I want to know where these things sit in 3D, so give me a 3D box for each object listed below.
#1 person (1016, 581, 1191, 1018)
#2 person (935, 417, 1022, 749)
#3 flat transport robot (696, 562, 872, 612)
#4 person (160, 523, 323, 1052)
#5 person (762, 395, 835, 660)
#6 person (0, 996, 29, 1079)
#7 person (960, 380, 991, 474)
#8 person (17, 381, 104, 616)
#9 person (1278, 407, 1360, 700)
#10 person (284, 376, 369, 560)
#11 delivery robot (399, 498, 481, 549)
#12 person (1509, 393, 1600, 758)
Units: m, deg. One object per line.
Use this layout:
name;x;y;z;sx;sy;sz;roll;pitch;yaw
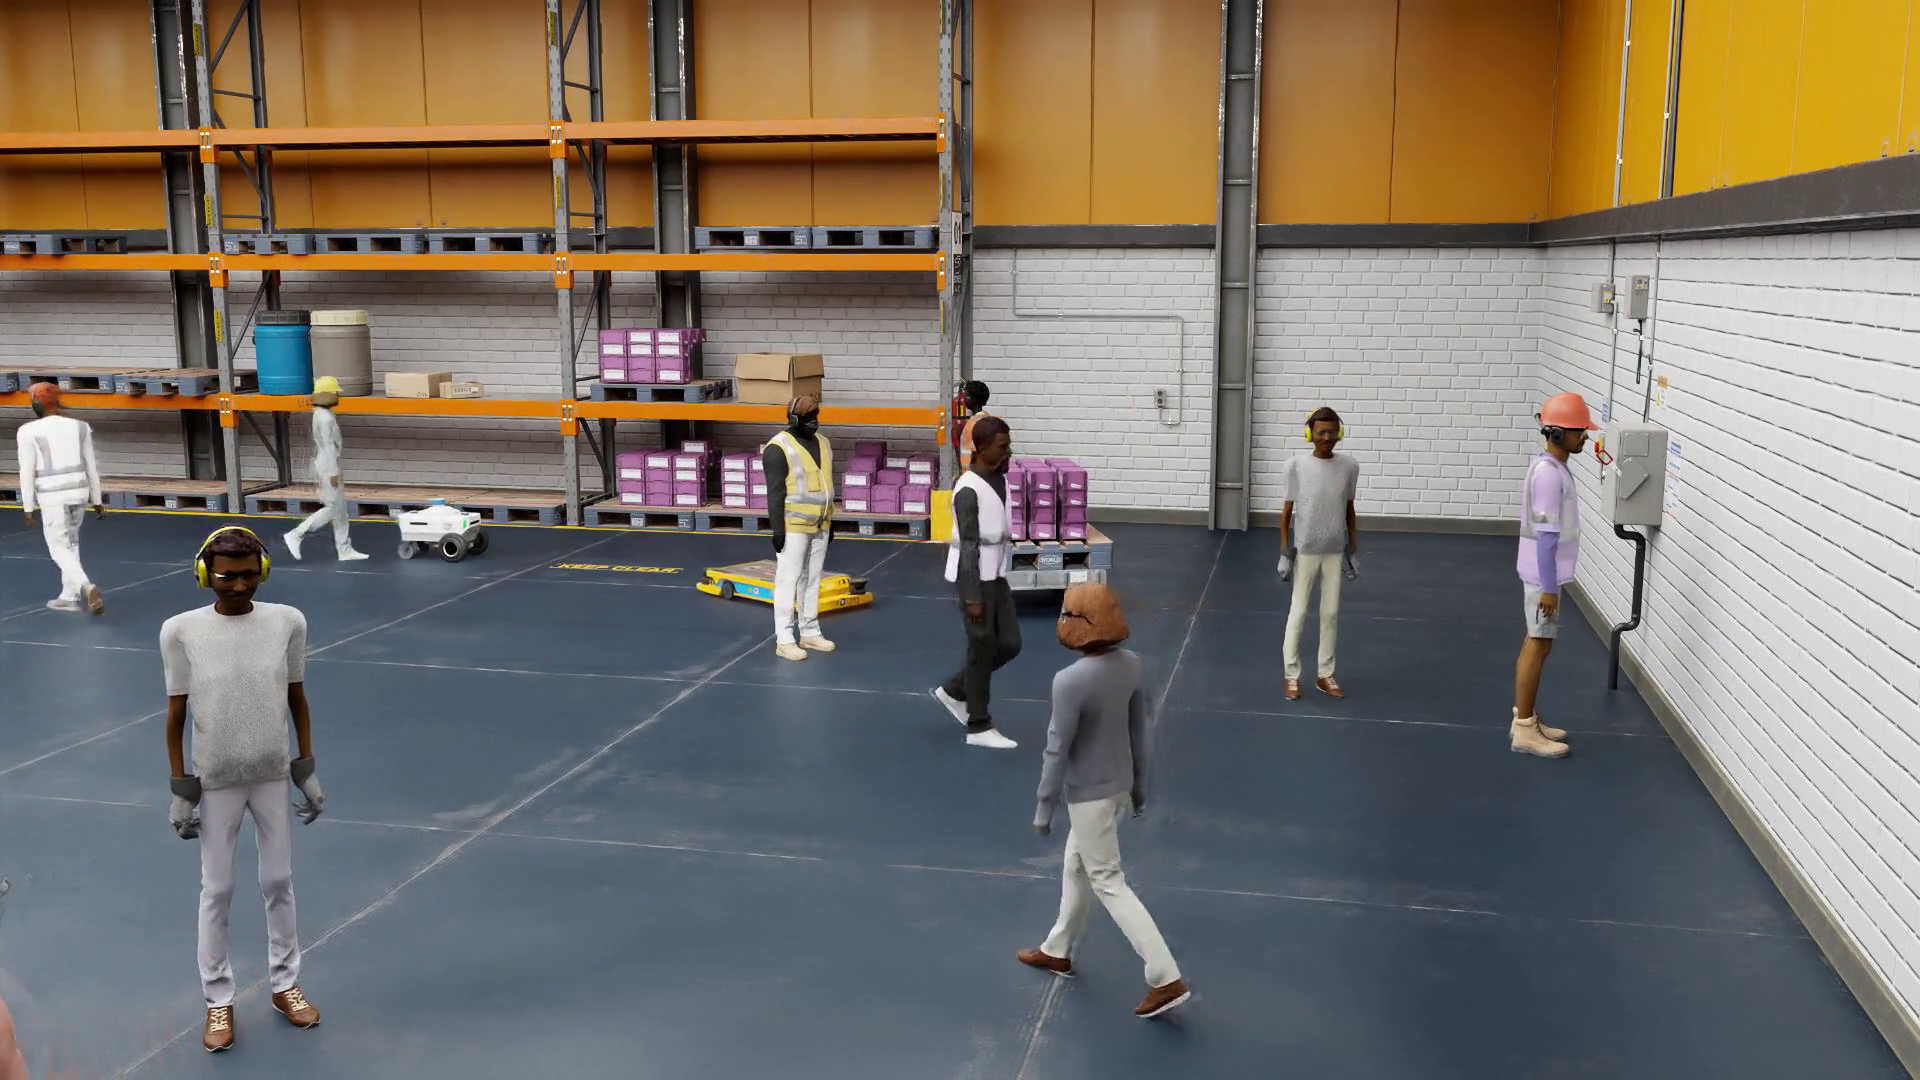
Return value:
person;0.547;0.948;6.198;0.825;1.602;0.506;8;12;38
person;0.108;0.242;9.476;0.479;1.907;0.589;4;10;24
flat transport robot;-1.449;0.365;13.577;1.431;0.197;0.652;9;13;42
person;-2.545;0.863;5.925;0.509;1.865;0.329;-7;12;-35
person;-1.094;-0.097;11.667;0.429;1.841;0.634;6;12;34
person;-1.801;1.389;3.263;0.904;1.710;0.523;-4;10;-22
person;0.157;-0.589;15.006;0.319;1.697;0.533;2;10;13
person;-6.929;-0.307;12.925;0.825;1.850;0.621;6;11;30
person;2.275;0.083;10.523;0.532;1.868;0.309;-1;10;-7
person;-5.831;-0.643;15.227;0.641;1.726;0.494;-3;10;-20
delivery robot;-4.841;-0.145;15.477;0.707;0.478;0.477;2;10;11
person;3.344;0.190;9.373;0.394;2.041;0.612;3;10;19
